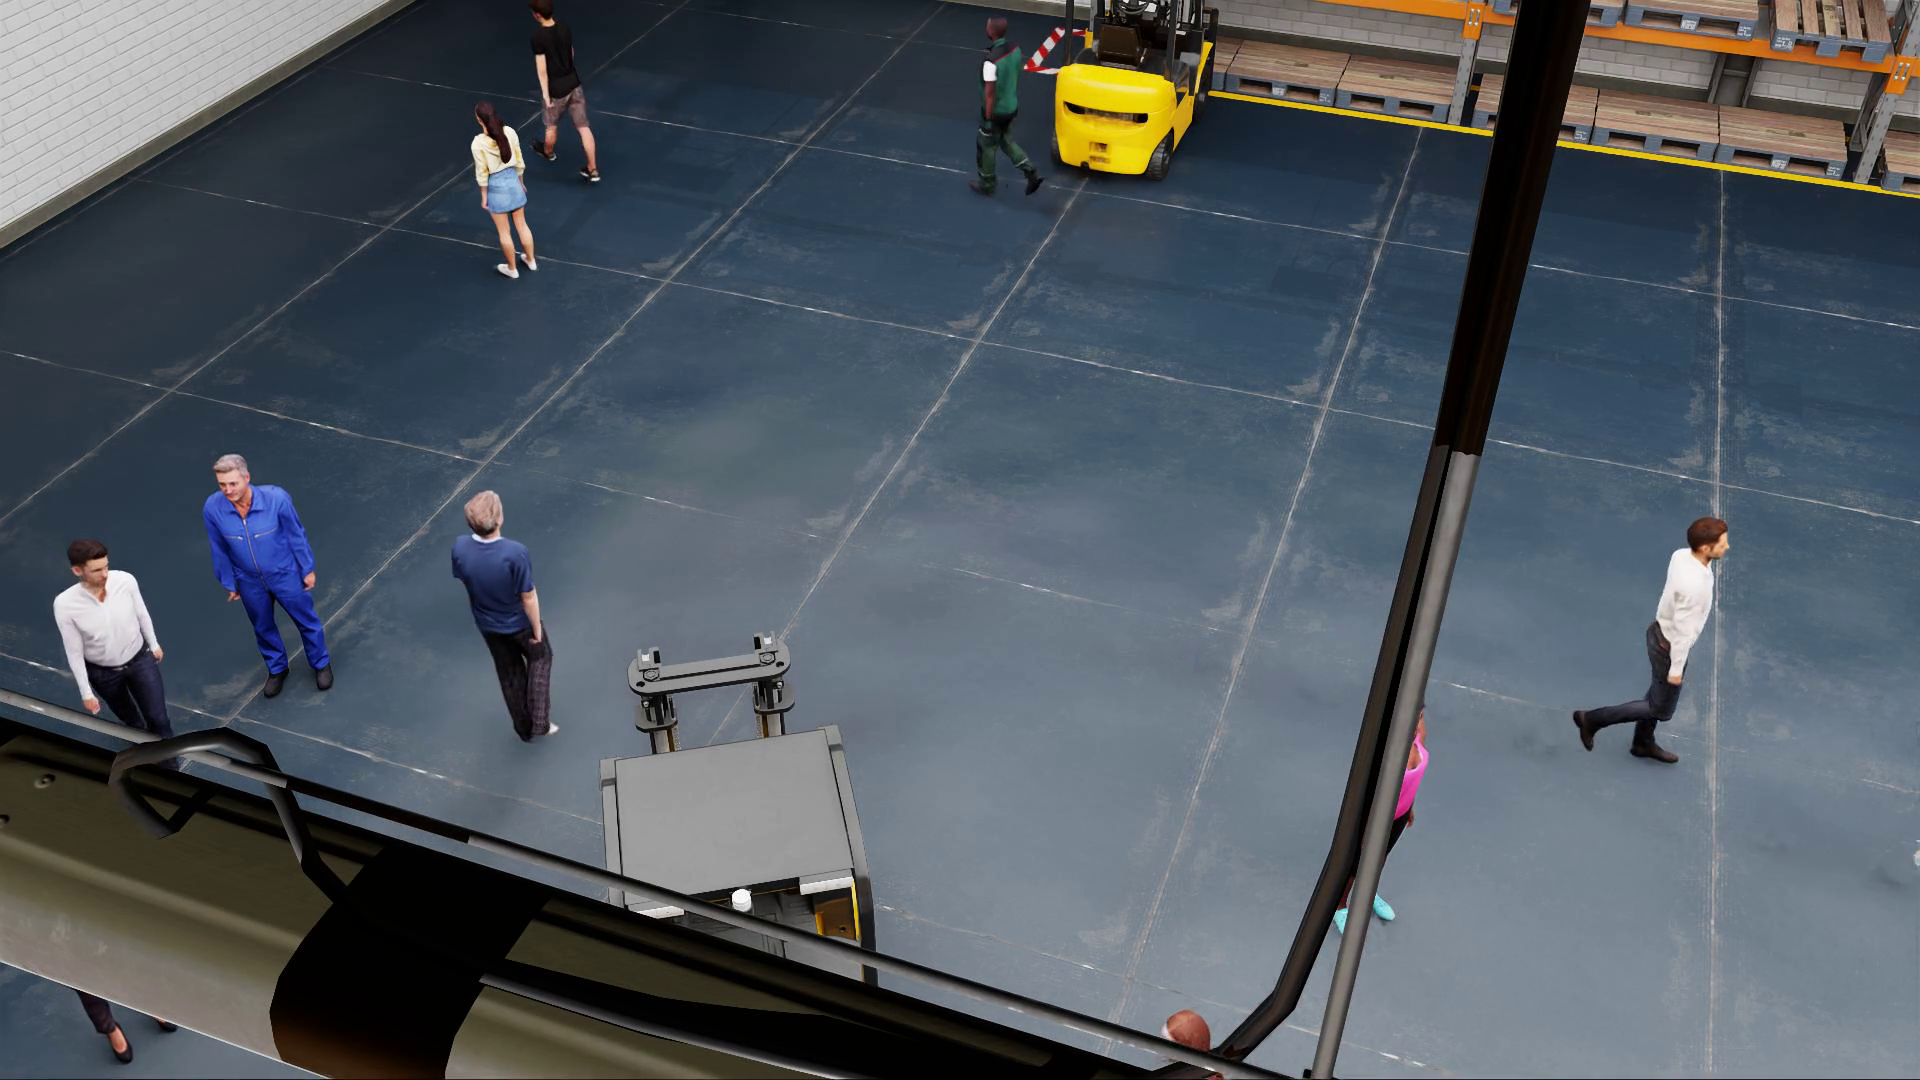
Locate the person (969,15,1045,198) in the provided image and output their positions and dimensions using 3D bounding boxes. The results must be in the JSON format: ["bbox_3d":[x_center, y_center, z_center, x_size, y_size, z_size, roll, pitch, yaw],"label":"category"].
[{"bbox_3d":[0.436,-4.052,15.790,1.109,1.818,0.857,23,44,26],"label":"person"}]

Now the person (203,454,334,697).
[{"bbox_3d":[-4.345,0.207,10.450,0.717,1.827,0.862,-8,39,-9],"label":"person"}]

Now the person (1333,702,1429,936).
[{"bbox_3d":[2.275,1.453,8.975,0.656,1.720,0.709,-19,43,-23],"label":"person"}]

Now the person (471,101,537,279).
[{"bbox_3d":[-4.060,-3.114,14.765,0.686,1.630,0.716,31,48,33],"label":"person"}]

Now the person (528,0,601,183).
[{"bbox_3d":[-3.807,-4.345,16.166,1.028,1.806,1.315,-32,48,-33],"label":"person"}]

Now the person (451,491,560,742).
[{"bbox_3d":[-2.753,0.548,9.998,0.717,1.857,0.816,4,39,5],"label":"person"}]

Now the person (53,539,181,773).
[{"bbox_3d":[-5.002,0.691,9.856,1.161,1.810,1.326,-21,43,-24],"label":"person"}]

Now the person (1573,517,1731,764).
[{"bbox_3d":[4.137,0.630,9.894,0.920,1.858,0.691,11,40,13],"label":"person"}]

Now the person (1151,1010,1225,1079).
[{"bbox_3d":[1.039,2.637,7.481,0.839,1.734,0.779,-17,42,-21],"label":"person"}]
